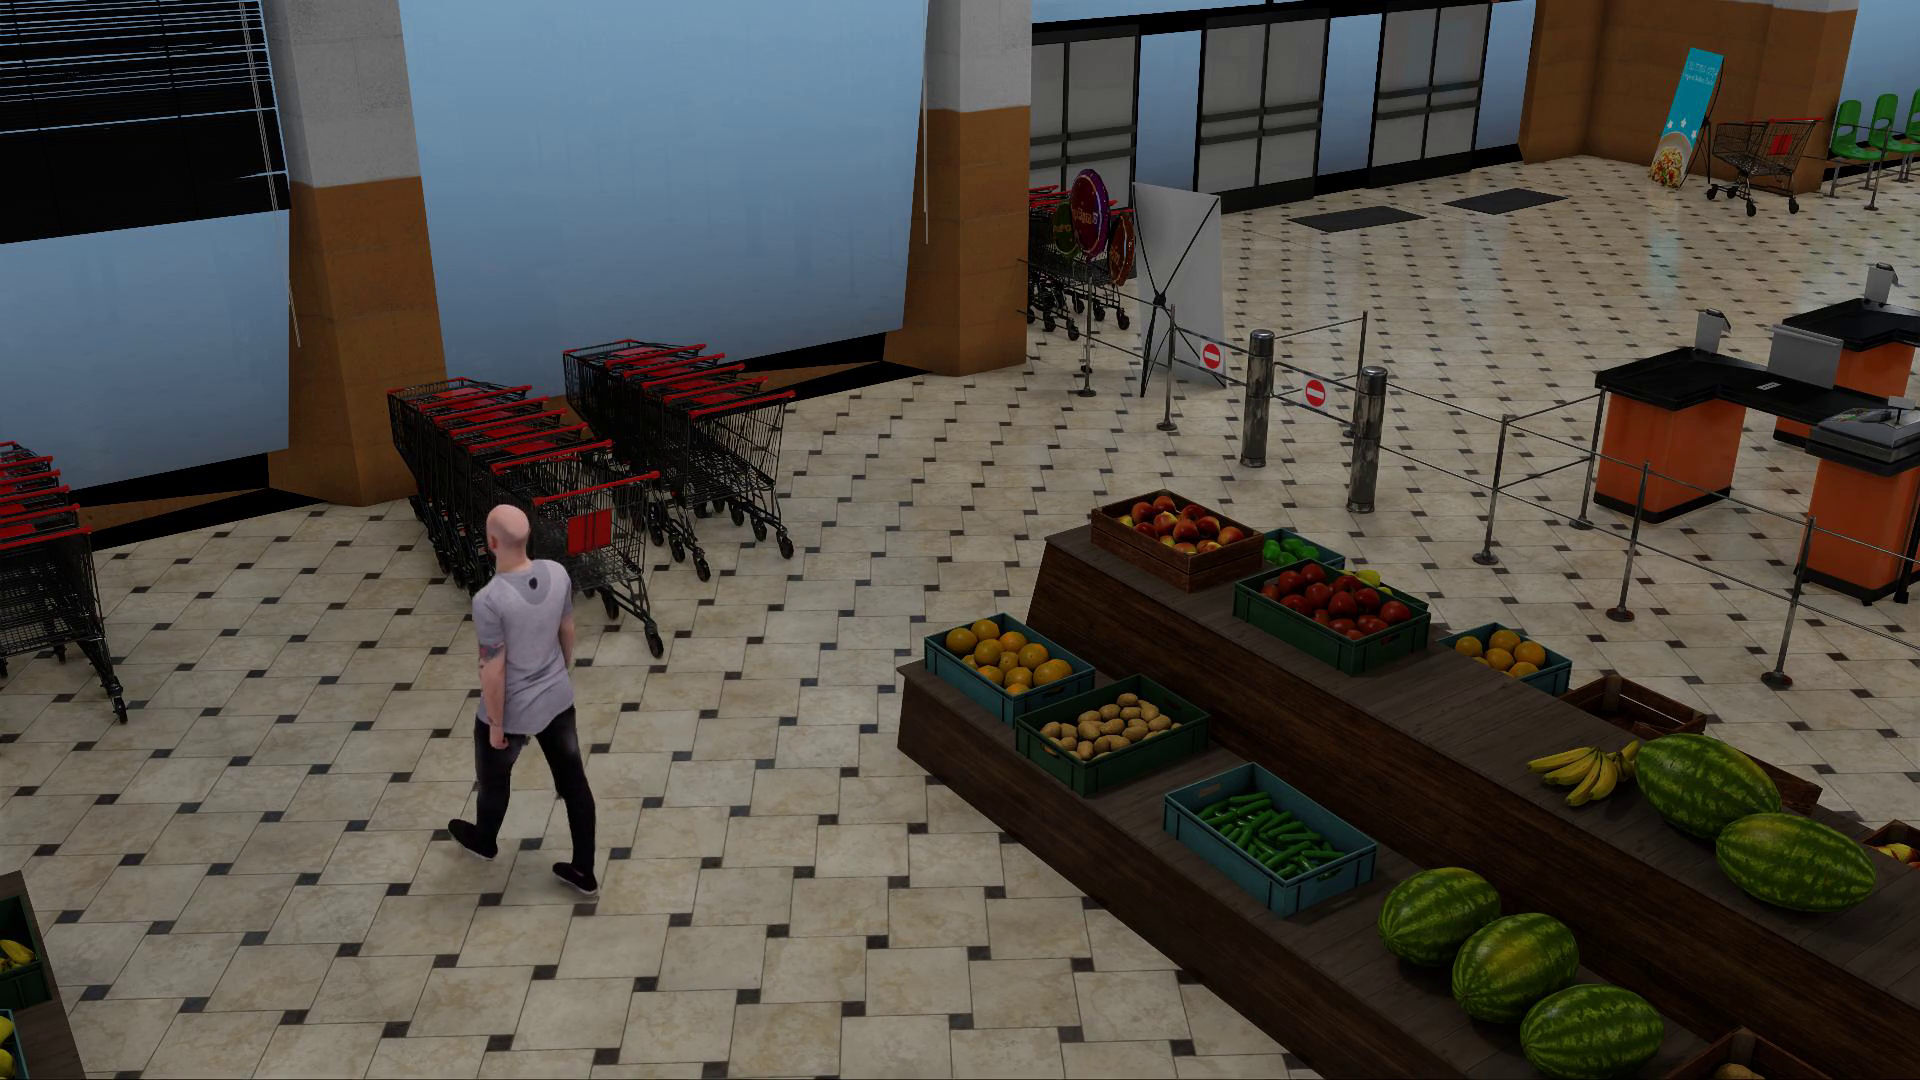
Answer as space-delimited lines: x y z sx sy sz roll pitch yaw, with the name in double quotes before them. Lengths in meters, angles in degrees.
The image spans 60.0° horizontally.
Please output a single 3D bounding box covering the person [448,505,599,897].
"person" -1.794 0.743 7.145 1.142 1.804 0.882 19 30 36
